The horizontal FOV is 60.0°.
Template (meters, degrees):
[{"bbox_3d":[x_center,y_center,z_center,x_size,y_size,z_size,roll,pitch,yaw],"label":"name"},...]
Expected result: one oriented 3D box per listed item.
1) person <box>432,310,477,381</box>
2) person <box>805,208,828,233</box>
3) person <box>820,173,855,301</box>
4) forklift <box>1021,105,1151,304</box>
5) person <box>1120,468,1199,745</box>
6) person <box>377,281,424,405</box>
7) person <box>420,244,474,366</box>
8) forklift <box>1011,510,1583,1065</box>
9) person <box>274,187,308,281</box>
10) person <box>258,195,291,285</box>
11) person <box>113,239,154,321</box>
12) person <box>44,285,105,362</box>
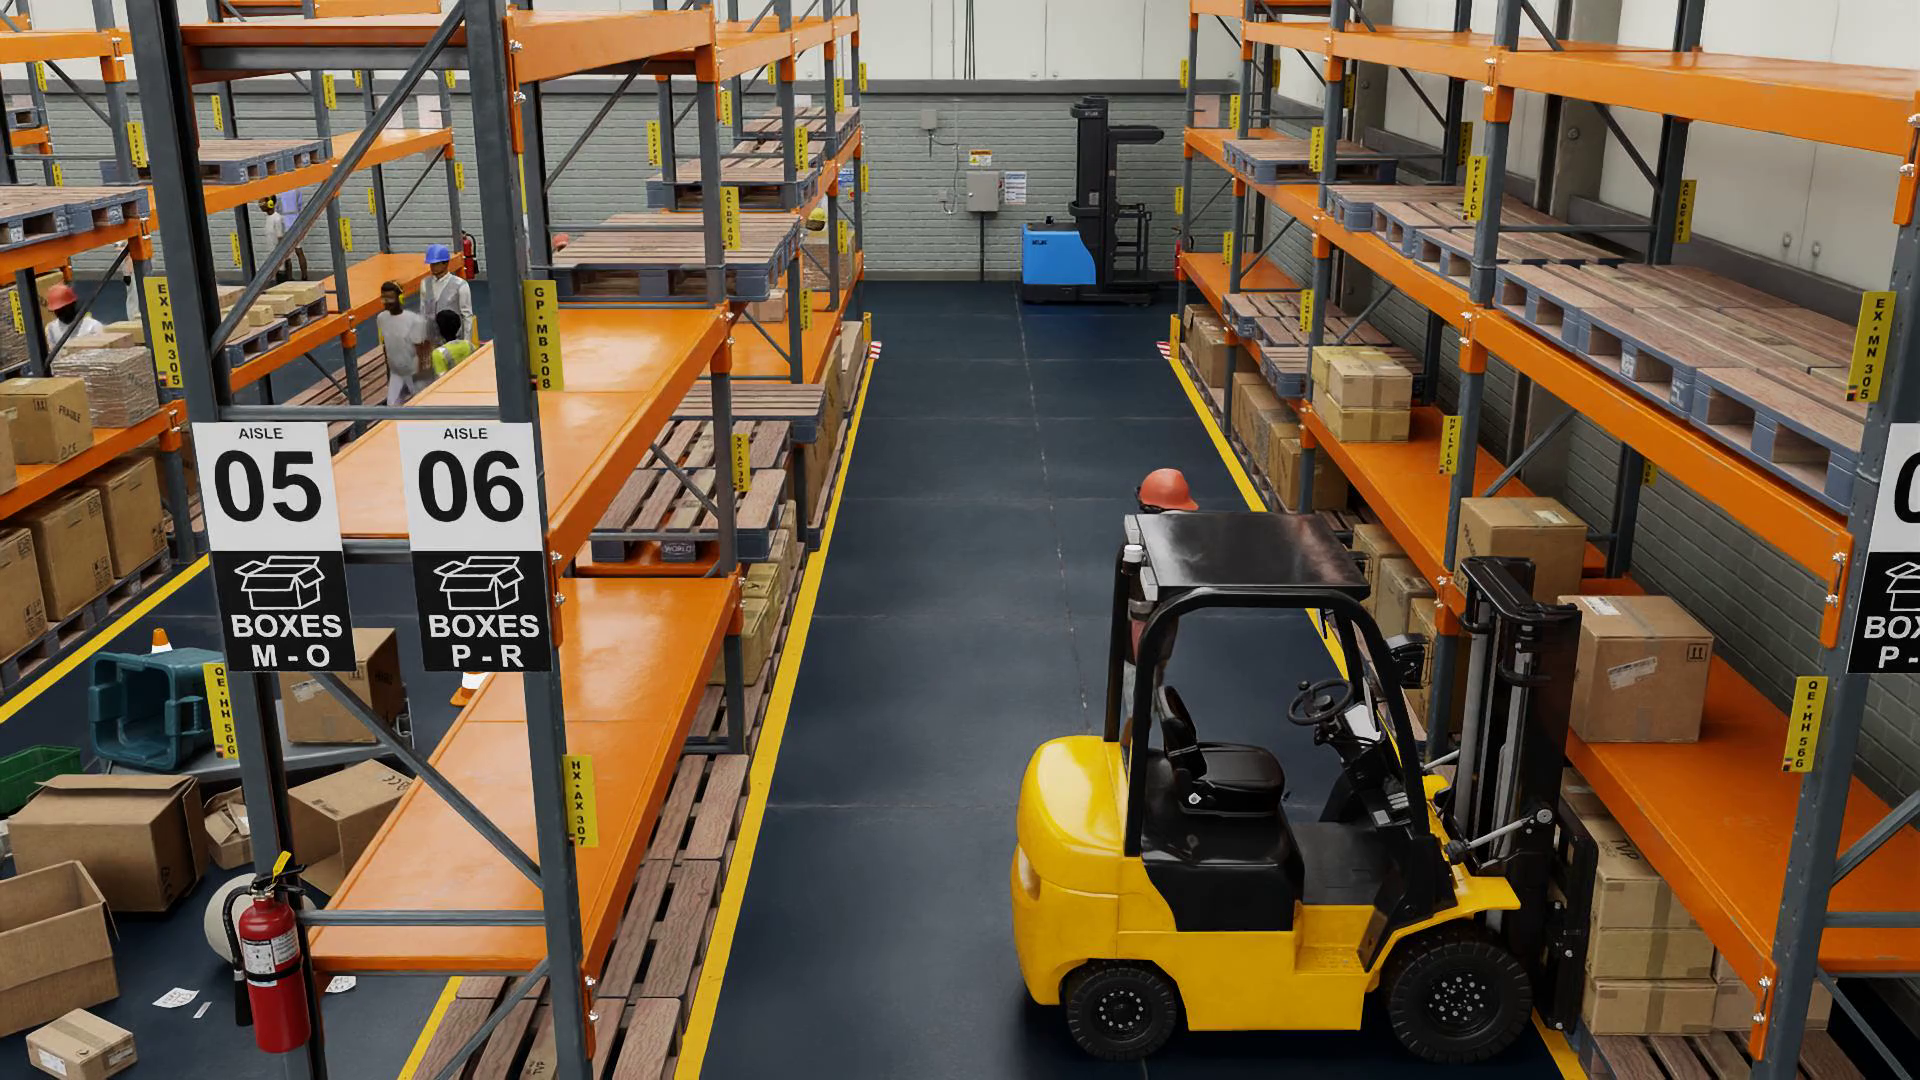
[{"bbox_3d":[-4.582,-1.255,15.136,0.315,1.698,0.541,7,20,21],"label":"person"},{"bbox_3d":[-1.873,-3.482,21.824,0.318,1.733,0.491,-1,18,-4],"label":"person"},{"bbox_3d":[-1.874,-4.470,24.563,0.742,1.892,0.673,2,18,5],"label":"person"},{"bbox_3d":[1.857,-4.944,24.441,1.873,2.768,1.129,0,18,0],"label":"forklift"},{"bbox_3d":[1.058,0.589,9.048,0.405,2.035,0.601,4,19,13],"label":"person"},{"bbox_3d":[-5.288,-1.530,15.754,0.538,1.832,0.866,4,19,12],"label":"person"},{"bbox_3d":[-5.341,-2.108,17.328,0.607,1.948,0.389,6,19,17],"label":"person"},{"bbox_3d":[1.387,1.055,7.378,2.313,2.155,1.214,0,18,0],"label":"forklift"},{"bbox_3d":[-10.312,-4.809,25.502,0.345,1.942,0.547,16,24,39],"label":"person"},{"bbox_3d":[-9.279,-3.813,22.631,0.341,1.860,0.503,-13,22,-35],"label":"person"},{"bbox_3d":[-10.776,-3.562,21.753,0.361,1.929,0.587,2,18,5],"label":"person"},{"bbox_3d":[-8.110,-1.418,15.348,0.539,1.867,1.002,-4,19,-11],"label":"person"}]
